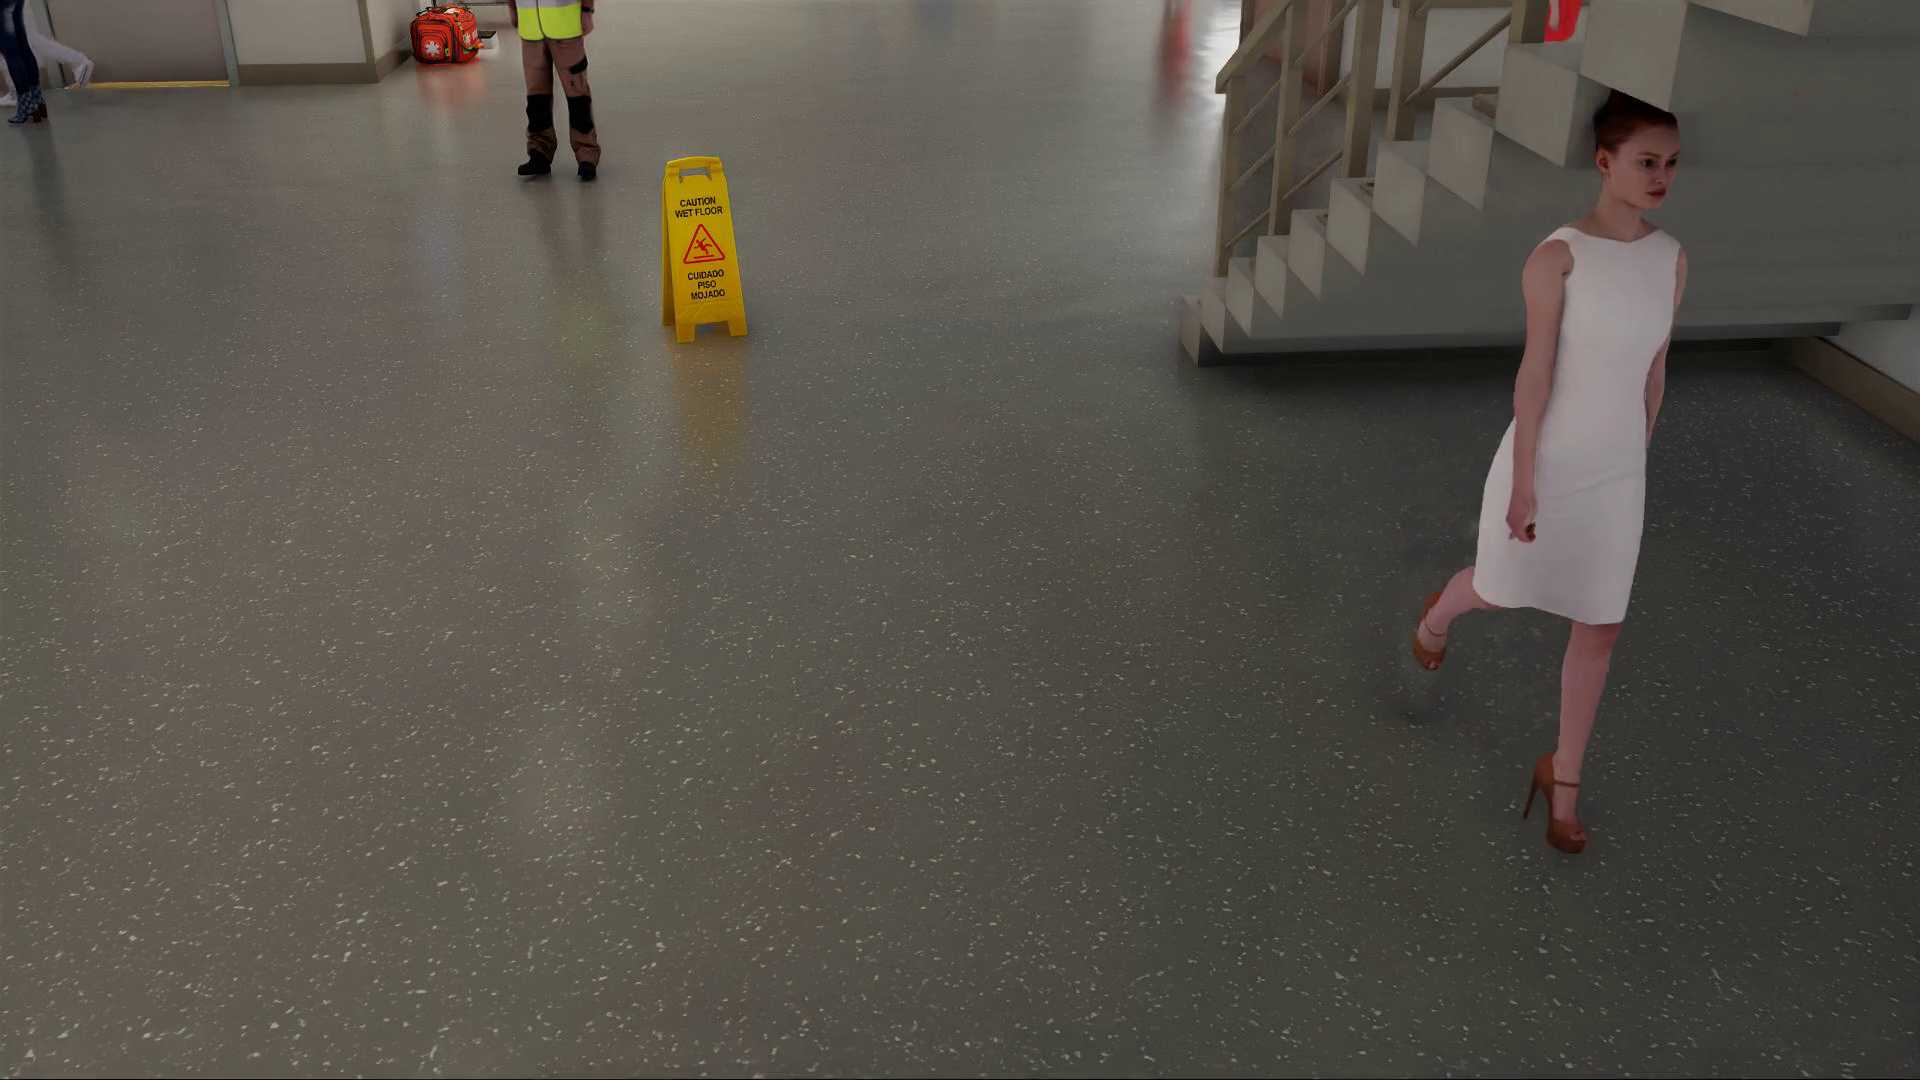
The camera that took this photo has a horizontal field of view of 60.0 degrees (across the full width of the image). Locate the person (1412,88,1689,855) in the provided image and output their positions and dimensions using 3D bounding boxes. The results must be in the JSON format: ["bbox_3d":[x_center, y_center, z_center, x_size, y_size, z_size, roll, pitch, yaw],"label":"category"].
[{"bbox_3d":[1.369,-0.166,3.909,0.615,1.767,1.073,-5,26,-9],"label":"person"}]

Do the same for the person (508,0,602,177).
[{"bbox_3d":[-2.439,-3.100,9.903,0.734,1.847,0.757,2,26,3],"label":"person"}]

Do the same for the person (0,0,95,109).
[{"bbox_3d":[-6.695,-4.008,11.770,0.806,1.861,0.944,-5,26,-11],"label":"person"}]
